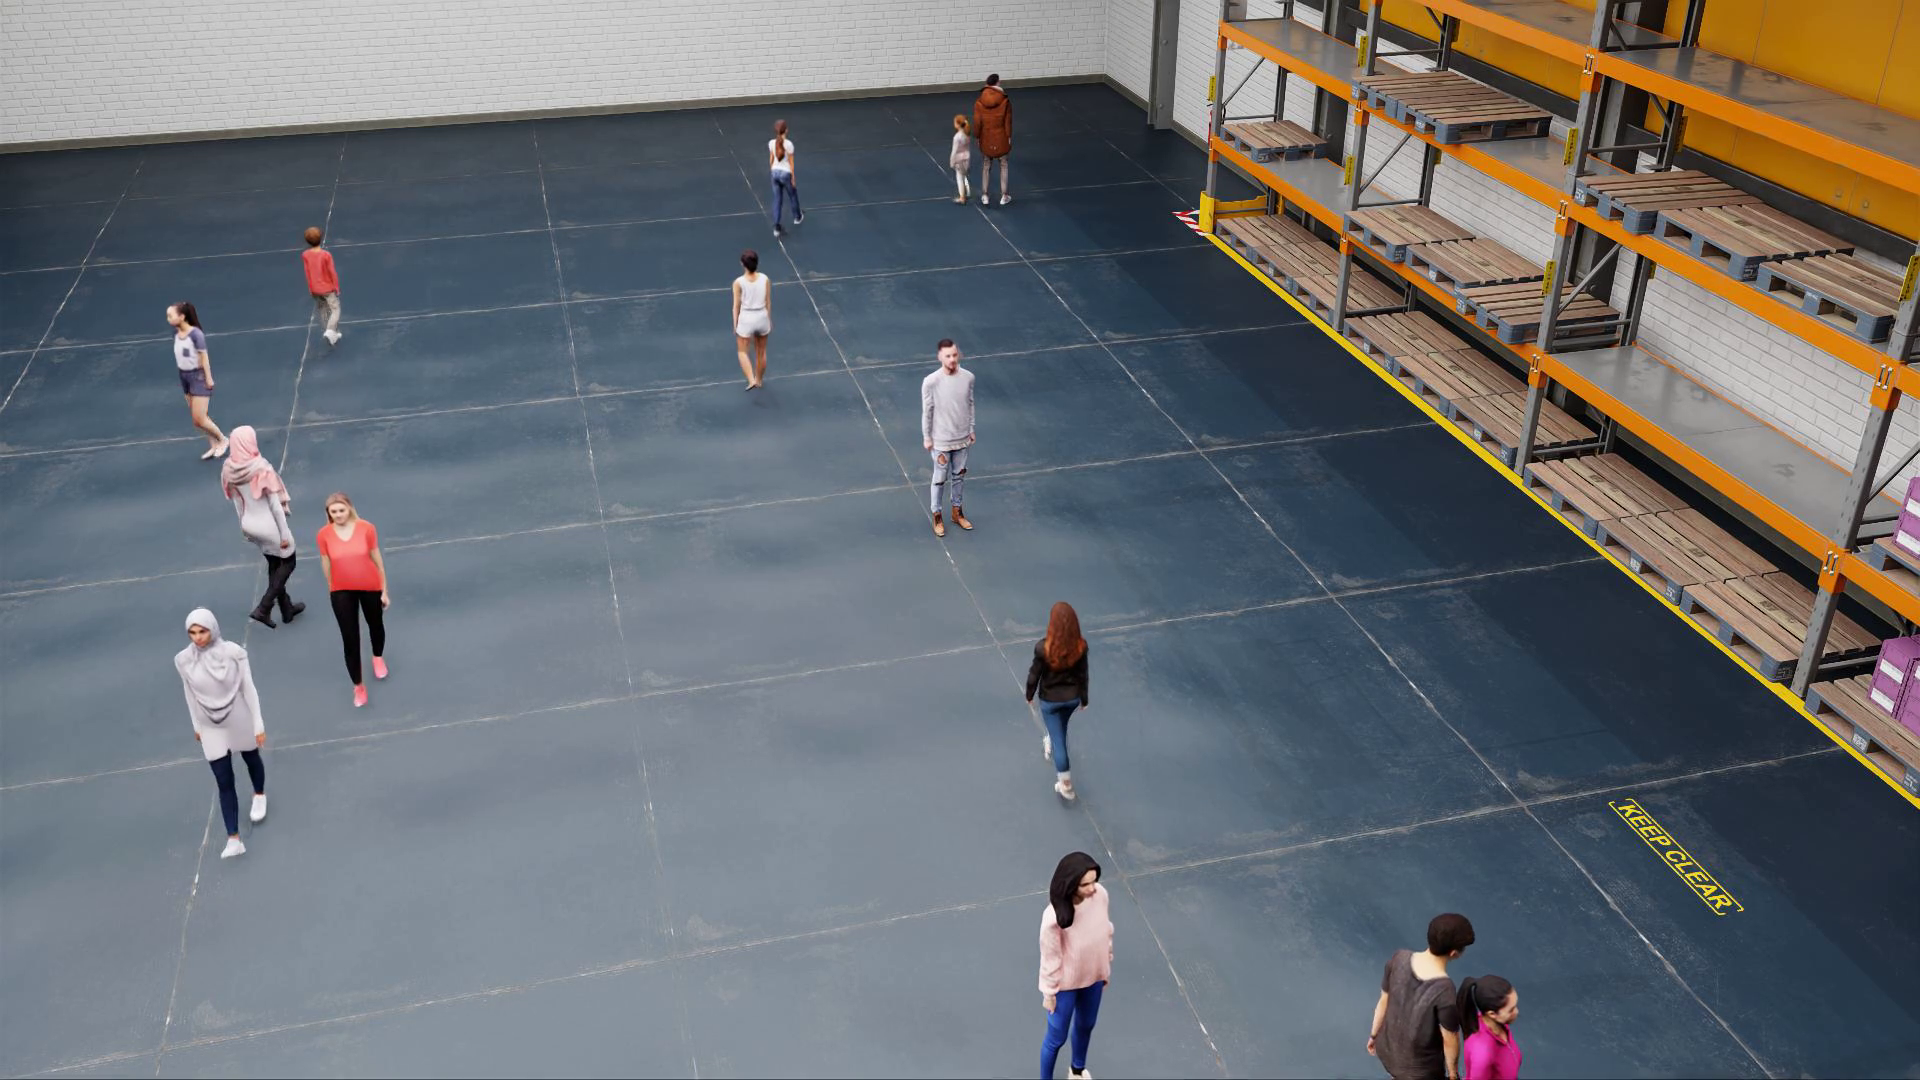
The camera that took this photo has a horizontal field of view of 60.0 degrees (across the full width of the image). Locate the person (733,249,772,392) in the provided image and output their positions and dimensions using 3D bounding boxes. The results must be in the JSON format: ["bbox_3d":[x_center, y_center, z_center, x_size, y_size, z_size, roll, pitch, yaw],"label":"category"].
[{"bbox_3d":[-2.197,-2.313,17.752,0.624,1.600,0.783,-11,30,-19],"label":"person"}]

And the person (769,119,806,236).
[{"bbox_3d":[-2.439,-4.902,22.584,0.934,1.518,1.089,10,30,17],"label":"person"}]

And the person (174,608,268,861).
[{"bbox_3d":[-4.883,1.200,11.167,0.672,1.738,1.080,-6,29,-10],"label":"person"}]

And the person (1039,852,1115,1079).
[{"bbox_3d":[0.611,2.371,8.992,0.702,1.766,0.673,-19,34,-31],"label":"person"}]

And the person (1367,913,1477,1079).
[{"bbox_3d":[2.270,2.657,8.563,0.814,1.675,1.006,-15,32,-25],"label":"person"}]

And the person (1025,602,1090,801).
[{"bbox_3d":[0.713,1.132,11.597,0.577,1.446,0.959,-8,30,-14],"label":"person"}]

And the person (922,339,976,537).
[{"bbox_3d":[-0.098,-0.954,15.009,0.724,1.841,0.635,-13,31,-23],"label":"person"}]

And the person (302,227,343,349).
[{"bbox_3d":[-7.277,-2.860,18.958,0.658,1.406,0.831,1,29,2],"label":"person"}]

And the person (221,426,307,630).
[{"bbox_3d":[-5.660,-0.049,13.403,0.882,1.789,1.002,8,30,14],"label":"person"}]

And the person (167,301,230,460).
[{"bbox_3d":[-7.438,-1.575,16.362,0.692,1.636,0.766,19,34,30],"label":"person"}]

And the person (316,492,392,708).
[{"bbox_3d":[-4.621,0.358,12.787,0.651,1.666,0.990,-11,30,-19],"label":"person"}]

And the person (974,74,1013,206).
[{"bbox_3d":[0.495,-5.711,23.734,0.825,1.837,0.843,5,29,9],"label":"person"}]

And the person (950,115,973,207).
[{"bbox_3d":[0.083,-5.422,23.761,0.677,1.304,0.631,21,35,33],"label":"person"}]

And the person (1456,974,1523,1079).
[{"bbox_3d":[2.531,2.823,8.233,0.755,1.698,0.680,11,31,20],"label":"person"}]
